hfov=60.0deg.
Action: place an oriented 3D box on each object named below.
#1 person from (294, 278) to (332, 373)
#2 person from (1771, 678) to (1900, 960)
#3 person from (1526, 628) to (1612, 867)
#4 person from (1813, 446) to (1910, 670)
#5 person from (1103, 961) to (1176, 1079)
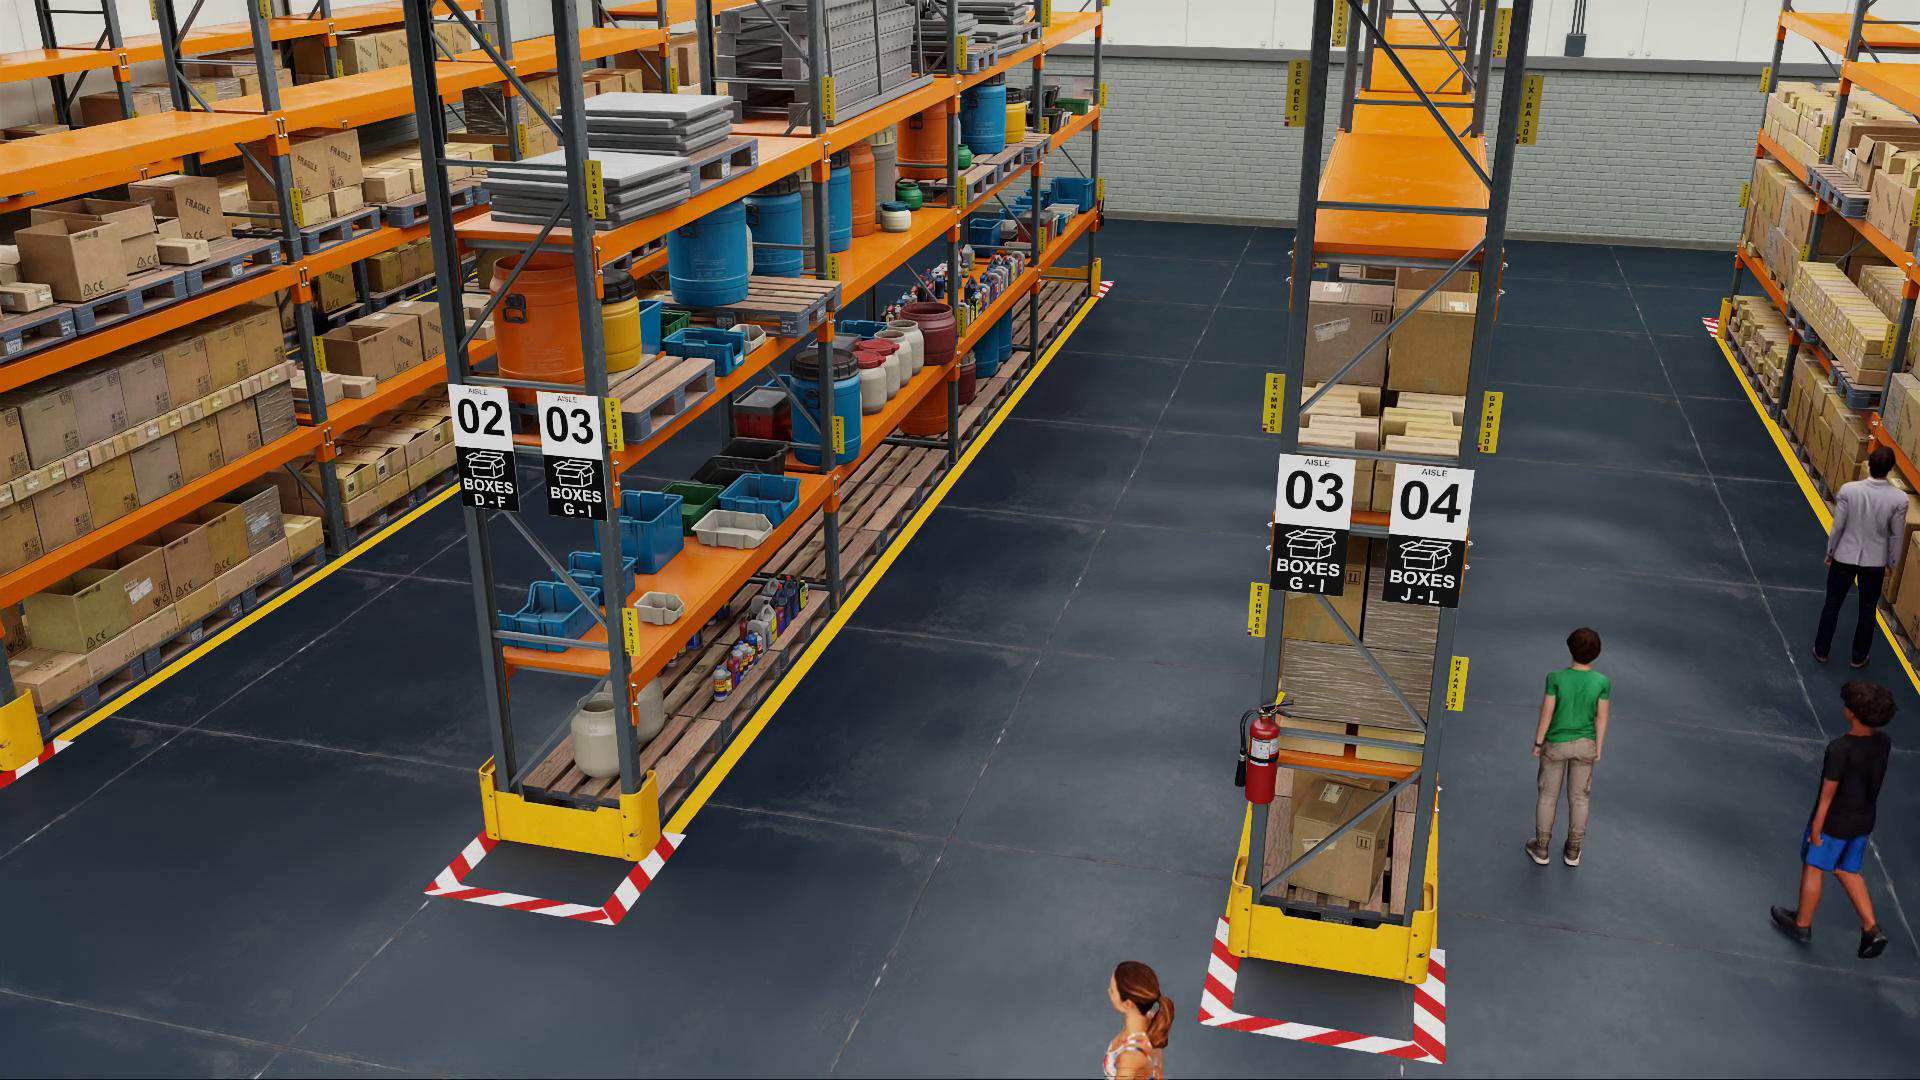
[{"bbox_3d":[-7.213,-1.999,18.580,0.703,1.848,0.656,10,24,24],"label":"person"},{"bbox_3d":[5.224,1.671,9.715,0.892,1.766,1.039,-7,23,-16],"label":"person"},{"bbox_3d":[3.924,1.331,10.699,0.601,1.651,0.554,3,22,8],"label":"person"},{"bbox_3d":[7.236,0.132,13.363,0.733,1.852,0.657,12,25,26],"label":"person"},{"bbox_3d":[0.873,2.670,7.291,0.650,1.752,1.022,6,23,15],"label":"person"}]
